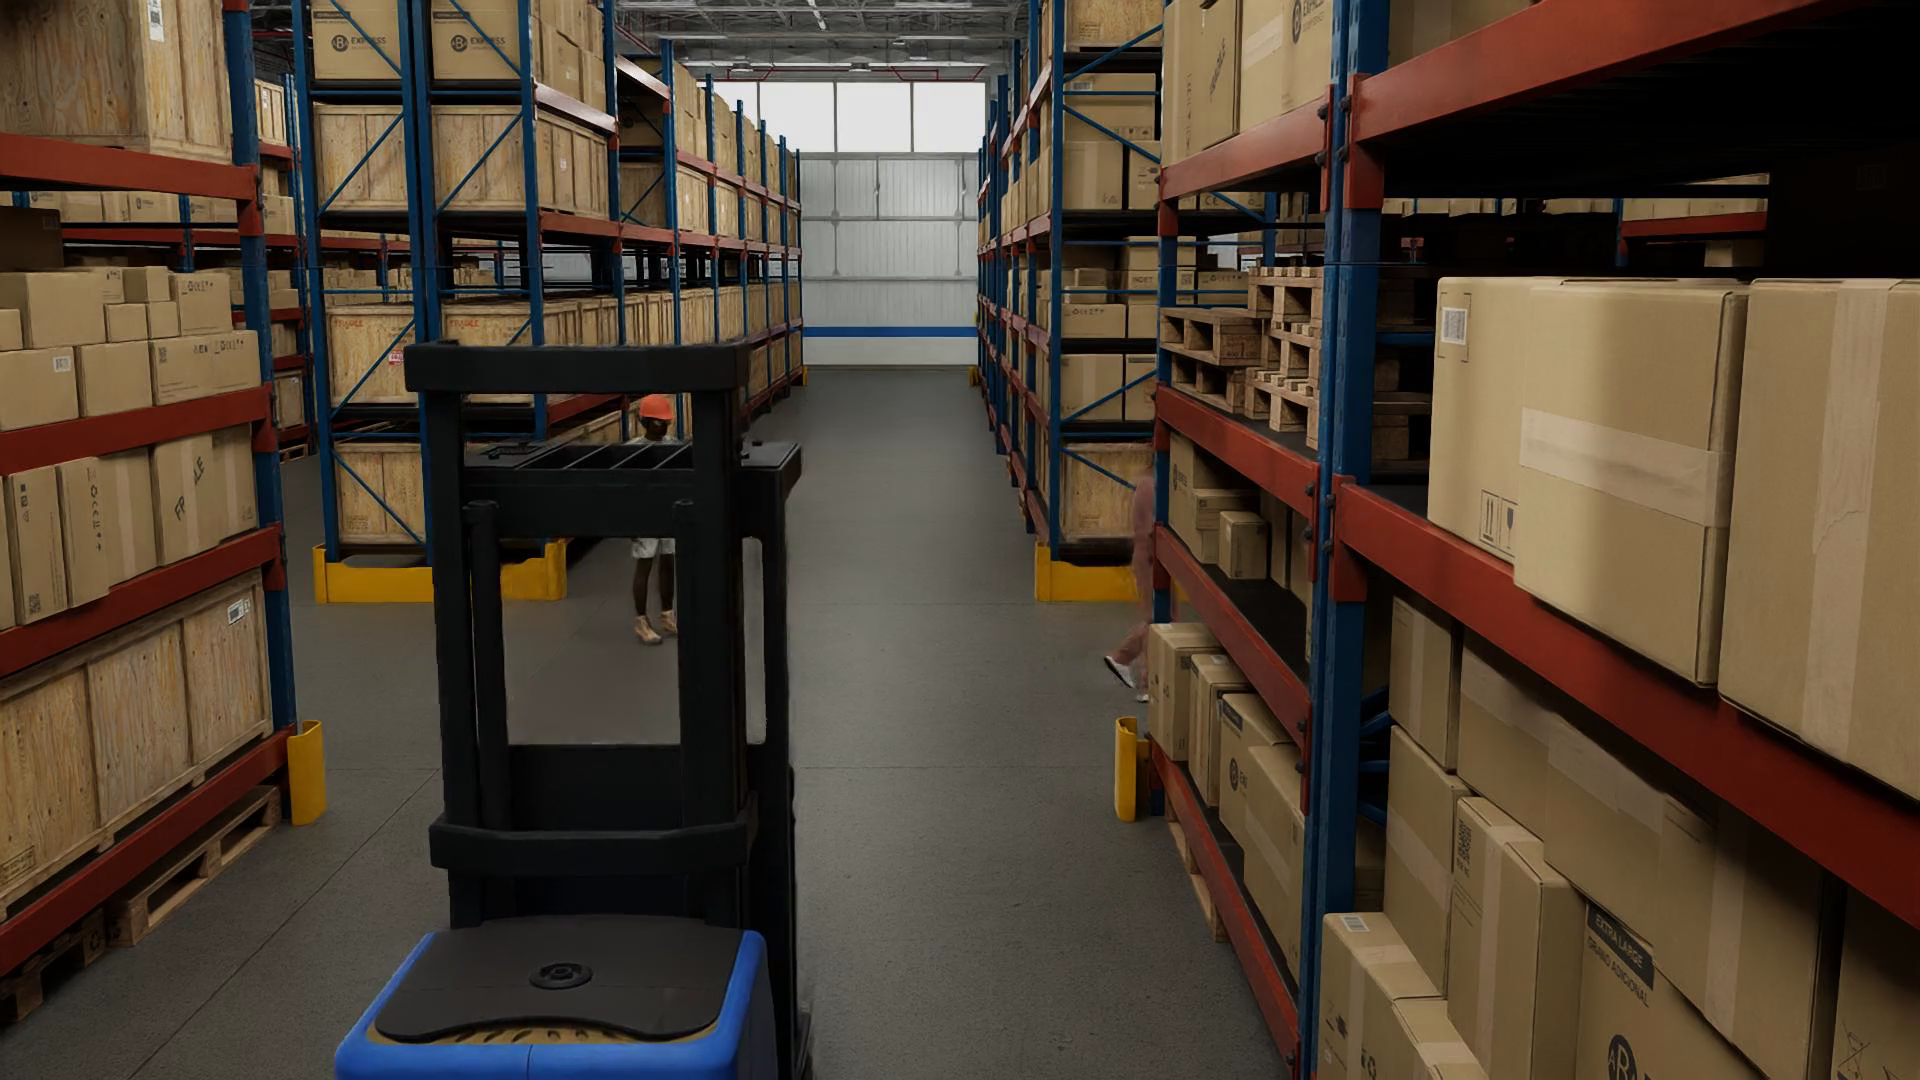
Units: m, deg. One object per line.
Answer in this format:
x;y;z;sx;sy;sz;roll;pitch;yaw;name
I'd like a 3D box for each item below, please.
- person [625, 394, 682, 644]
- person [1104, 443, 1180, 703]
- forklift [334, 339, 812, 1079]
-2.448;-0.170;13.492;0.402;2.039;0.610;8;12;39;person
1.336;0.213;11.591;0.504;1.894;0.659;1;9;8;person
-1.087;0.794;4.985;1.129;2.768;1.873;0;9;-1;forklift
